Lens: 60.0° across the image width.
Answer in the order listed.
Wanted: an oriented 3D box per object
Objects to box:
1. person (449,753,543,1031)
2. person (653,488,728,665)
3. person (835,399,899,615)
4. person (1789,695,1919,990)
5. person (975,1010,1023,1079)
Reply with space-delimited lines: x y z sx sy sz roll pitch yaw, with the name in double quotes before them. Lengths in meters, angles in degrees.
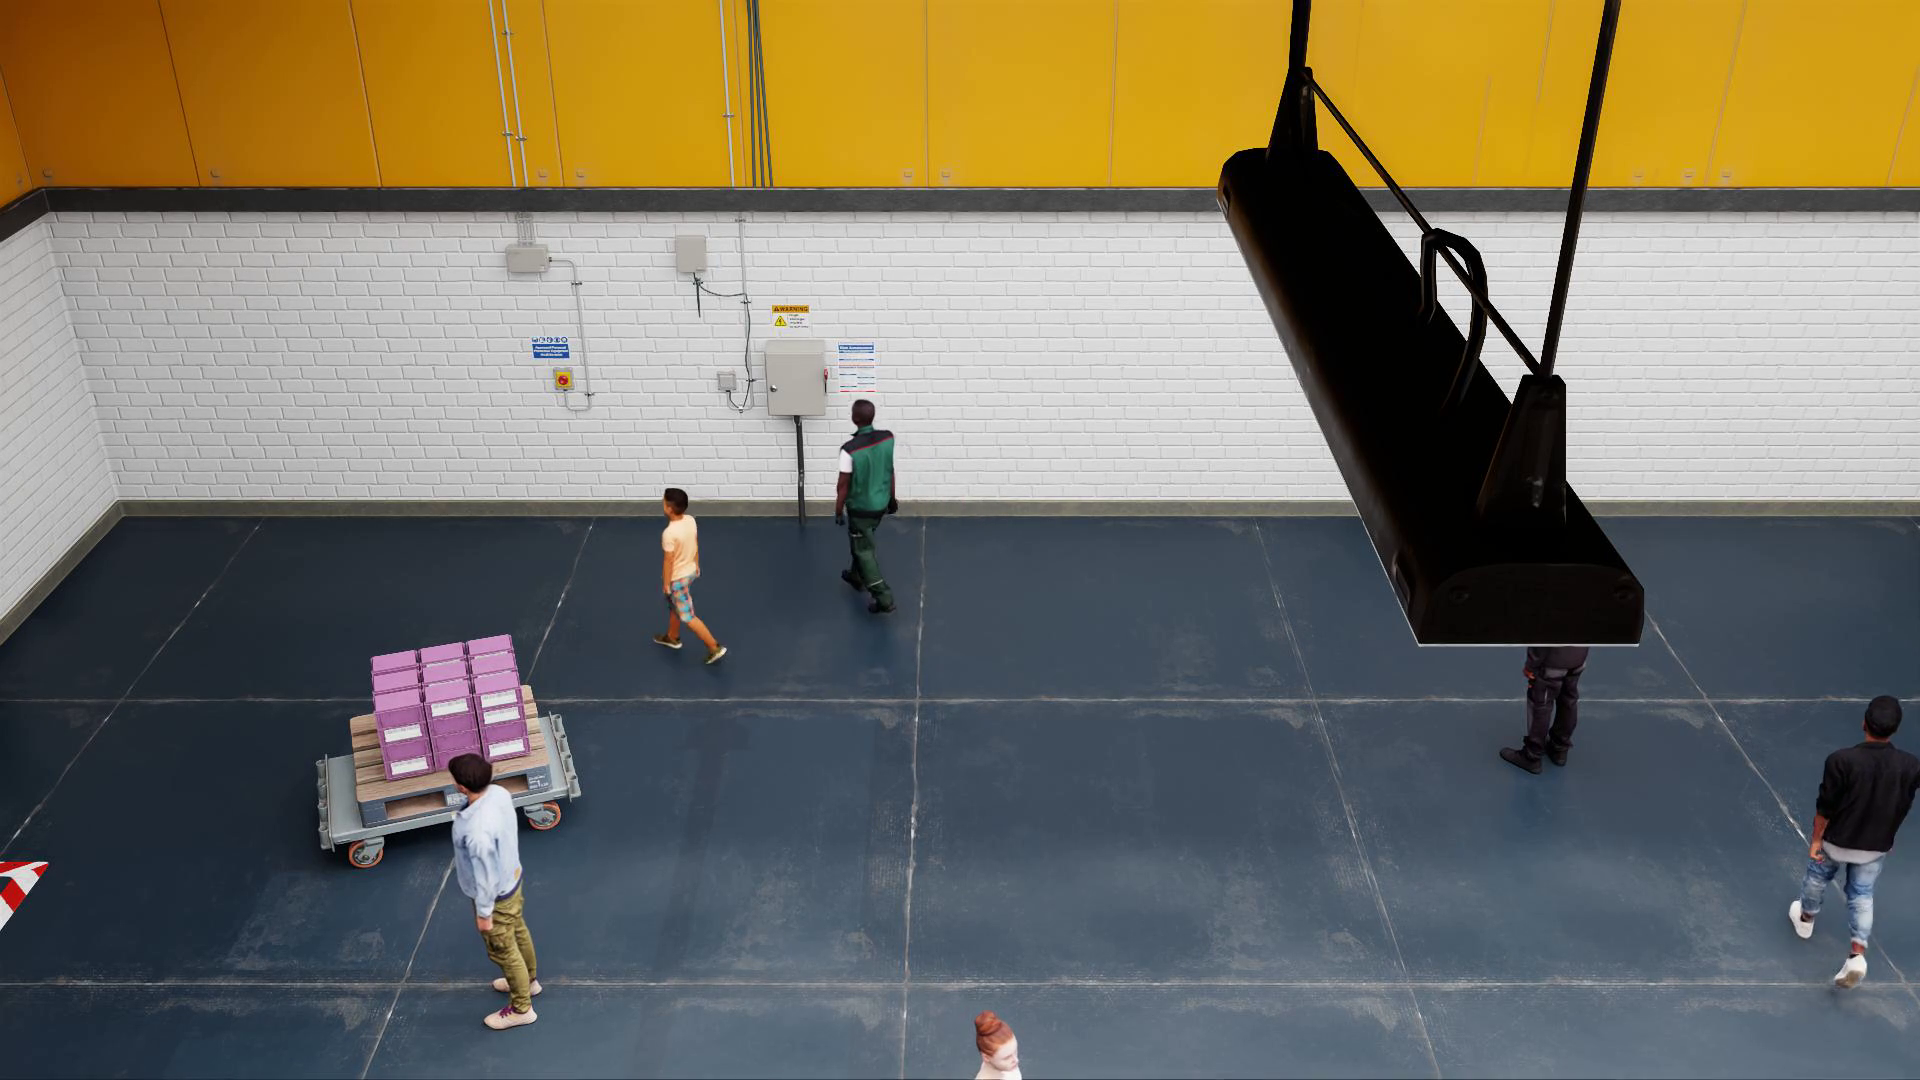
"person" -2.585 1.941 9.290 0.724 1.810 0.481 0 29 -1
"person" -2.086 0.288 12.704 0.846 1.442 0.961 11 31 20
"person" -0.714 -0.239 13.286 1.109 1.810 1.211 -22 36 -35
"person" 5.212 1.760 9.646 0.859 1.787 1.159 7 29 12
"person" 0.143 2.860 7.624 0.705 1.793 0.561 11 31 20
